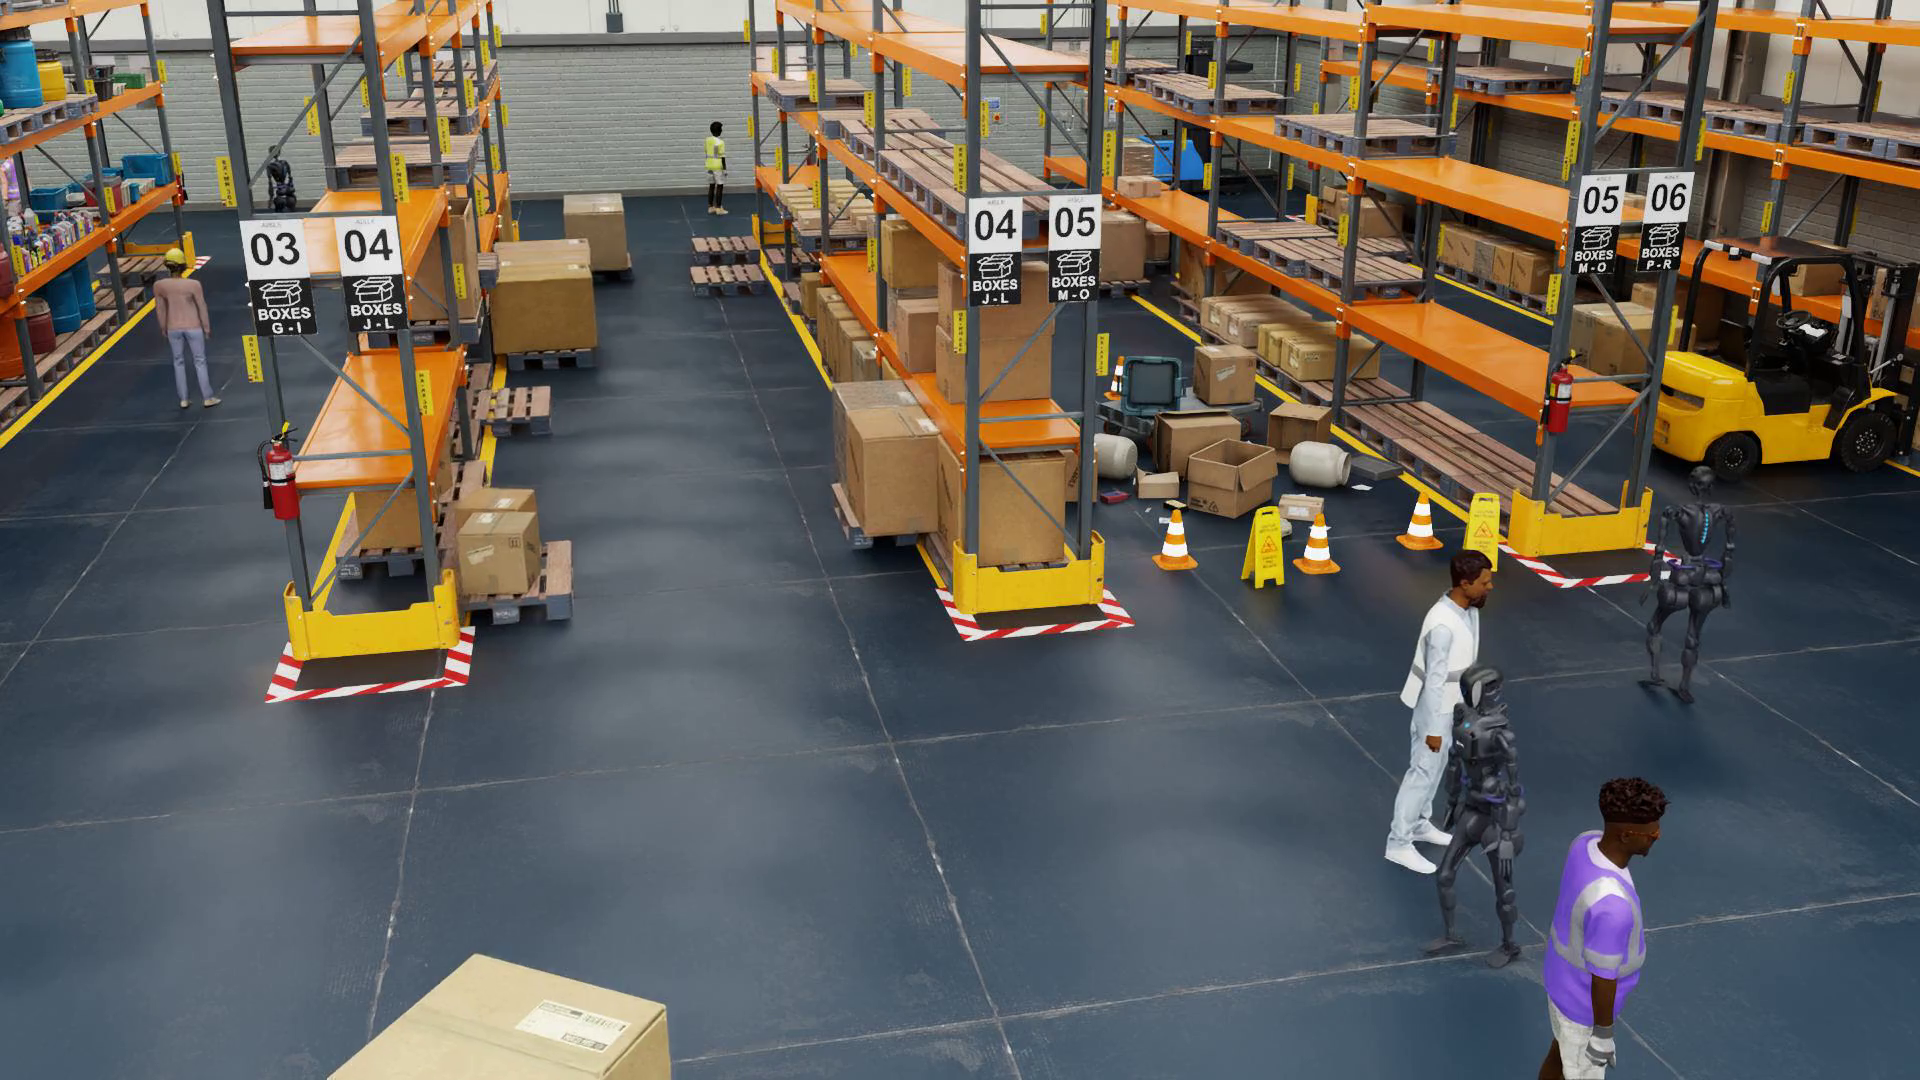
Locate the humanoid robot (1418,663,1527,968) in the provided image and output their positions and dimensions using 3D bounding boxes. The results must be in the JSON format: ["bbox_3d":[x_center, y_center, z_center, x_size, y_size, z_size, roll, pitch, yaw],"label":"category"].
[{"bbox_3d":[2.662,1.399,8.425,0.527,1.636,0.605,-7,21,-18],"label":"humanoid robot"}]

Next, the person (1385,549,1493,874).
[{"bbox_3d":[2.699,0.935,9.348,0.405,1.906,0.602,12,24,30],"label":"person"}]

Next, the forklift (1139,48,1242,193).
[{"bbox_3d":[4.566,-8.313,32.860,1.873,2.768,1.129,-4,21,-12],"label":"forklift"}]

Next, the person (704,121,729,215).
[{"bbox_3d":[-4.476,-6.821,30.533,0.538,1.686,0.320,18,27,39],"label":"person"}]

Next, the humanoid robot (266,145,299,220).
[{"bbox_3d":[-11.316,-5.771,27.785,0.785,1.623,0.592,7,22,19],"label":"humanoid robot"}]

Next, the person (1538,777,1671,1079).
[{"bbox_3d":[2.588,1.844,6.824,0.370,1.958,0.596,3,21,9],"label":"person"}]

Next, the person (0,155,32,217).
[{"bbox_3d":[-15.368,-5.566,27.157,0.349,1.688,0.489,11,23,27],"label":"person"}]

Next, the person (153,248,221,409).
[{"bbox_3d":[-8.527,-2.326,18.317,0.532,1.766,0.324,-3,21,-7],"label":"person"}]

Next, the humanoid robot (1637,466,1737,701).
[{"bbox_3d":[5.000,0.288,11.406,0.609,1.643,0.402,-1,20,-2],"label":"humanoid robot"}]

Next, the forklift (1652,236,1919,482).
[{"bbox_3d":[8.013,-1.814,16.330,2.313,2.155,1.214,-4,21,-12],"label":"forklift"}]

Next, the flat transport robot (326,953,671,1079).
[{"bbox_3d":[-1.639,2.904,6.382,1.431,0.231,0.659,-17,26,-39],"label":"flat transport robot"}]
